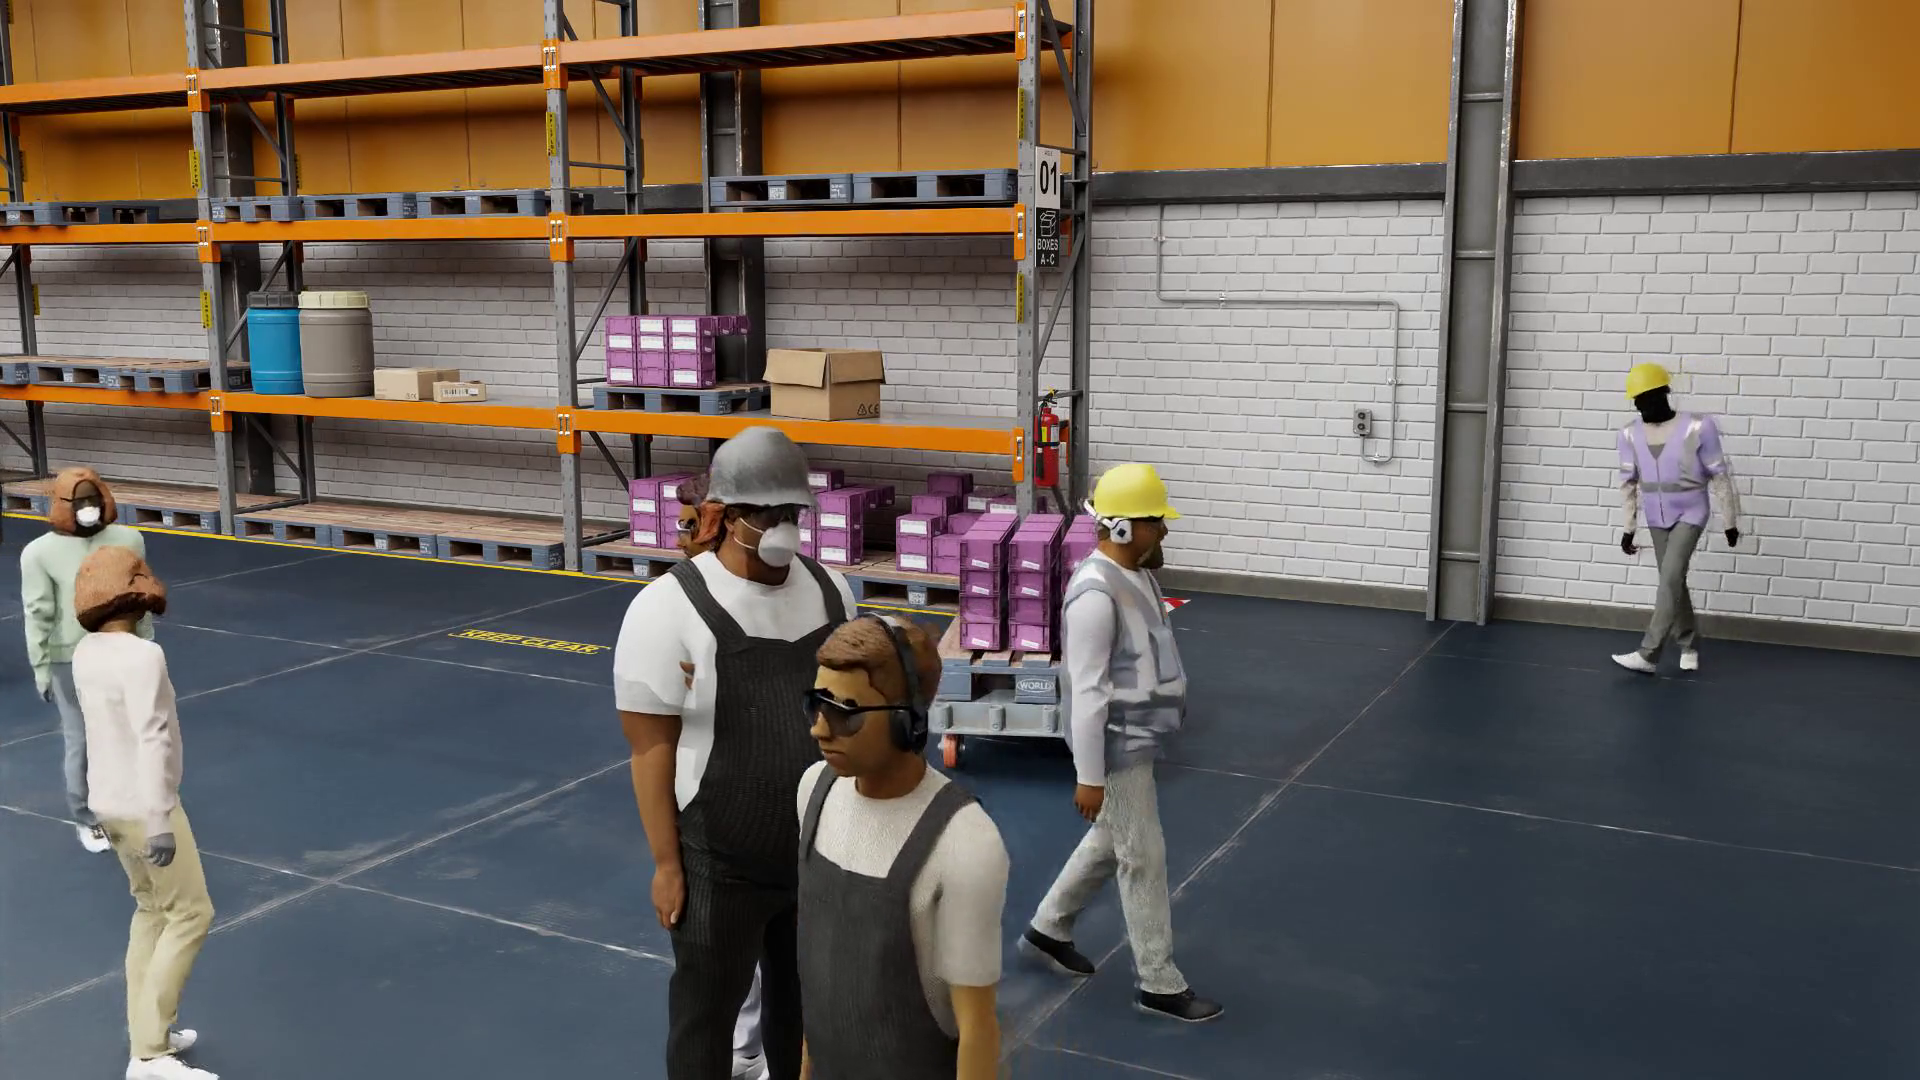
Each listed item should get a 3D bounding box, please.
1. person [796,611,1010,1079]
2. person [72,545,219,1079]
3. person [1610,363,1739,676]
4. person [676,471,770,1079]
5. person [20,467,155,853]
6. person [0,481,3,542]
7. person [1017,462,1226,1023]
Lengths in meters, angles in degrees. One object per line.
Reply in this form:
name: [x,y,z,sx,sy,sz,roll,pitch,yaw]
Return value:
person: [-0.150,1.026,2.950,0.400,1.835,0.537,-9,13,-44]
person: [-2.450,0.819,4.957,0.622,1.595,0.327,8,12,42]
person: [4.206,-0.114,9.911,0.842,1.857,0.656,-6,11,-33]
person: [-0.627,0.732,4.677,0.323,1.865,0.518,-5,10,-27]
person: [-3.537,0.505,6.835,0.500,1.615,0.521,8,12,41]
person: [-5.993,-0.127,9.906,0.925,1.889,0.589,5,11,29]
person: [0.515,0.640,5.438,0.663,1.824,0.607,3,10,18]
